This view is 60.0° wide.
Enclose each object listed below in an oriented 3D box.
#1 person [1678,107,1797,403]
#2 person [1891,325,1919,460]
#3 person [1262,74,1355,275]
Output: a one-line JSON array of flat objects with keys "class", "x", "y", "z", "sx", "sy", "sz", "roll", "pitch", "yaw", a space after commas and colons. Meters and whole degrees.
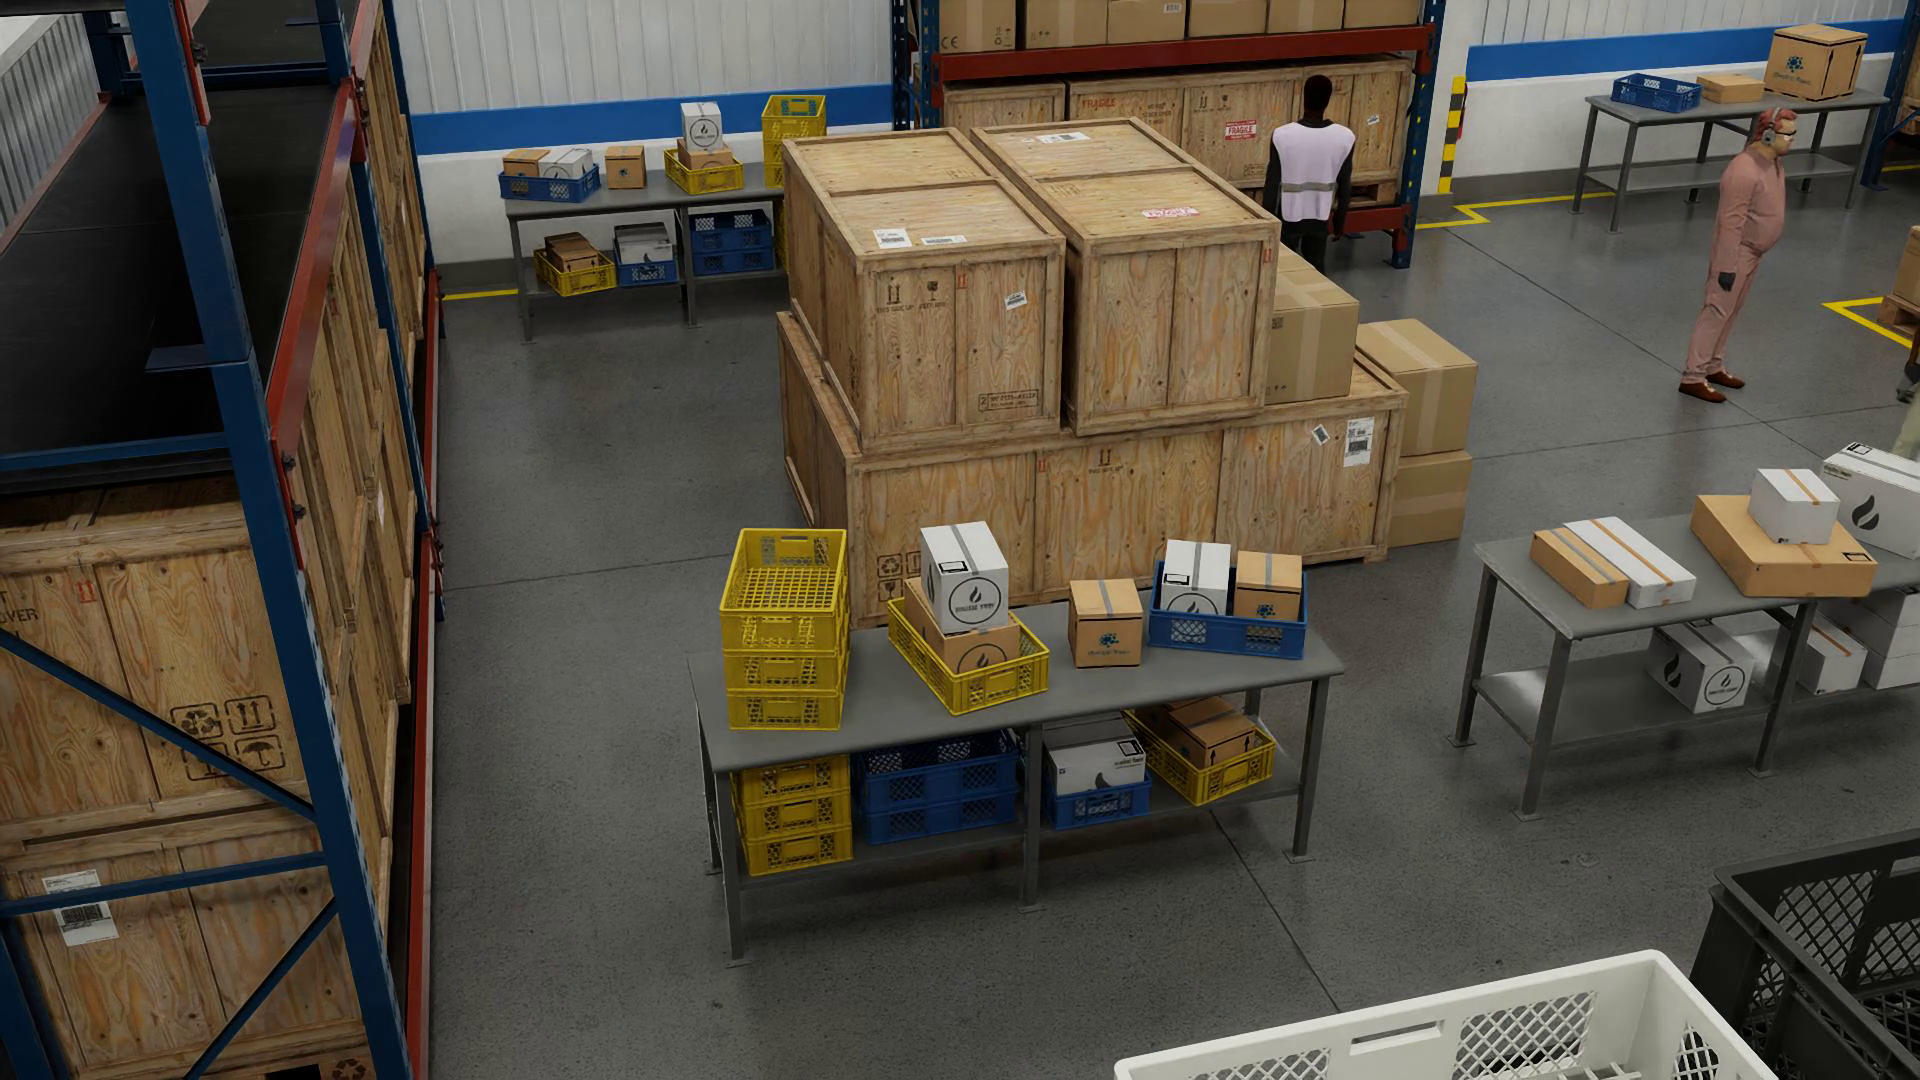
[{"class": "person", "x": 5.067, "y": -1.845, "z": 10.767, "sx": 0.400, "sy": 1.901, "sz": 0.646, "roll": 23, "pitch": 36, "yaw": 35}, {"class": "person", "x": 5.386, "y": -0.862, "z": 9.007, "sx": 0.517, "sy": 1.873, "sz": 0.334, "roll": 17, "pitch": 33, "yaw": 28}, {"class": "person", "x": 2.370, "y": -2.220, "z": 11.437, "sx": 0.603, "sy": 1.907, "sz": 0.402, "roll": -4, "pitch": 29, "yaw": -6}]
